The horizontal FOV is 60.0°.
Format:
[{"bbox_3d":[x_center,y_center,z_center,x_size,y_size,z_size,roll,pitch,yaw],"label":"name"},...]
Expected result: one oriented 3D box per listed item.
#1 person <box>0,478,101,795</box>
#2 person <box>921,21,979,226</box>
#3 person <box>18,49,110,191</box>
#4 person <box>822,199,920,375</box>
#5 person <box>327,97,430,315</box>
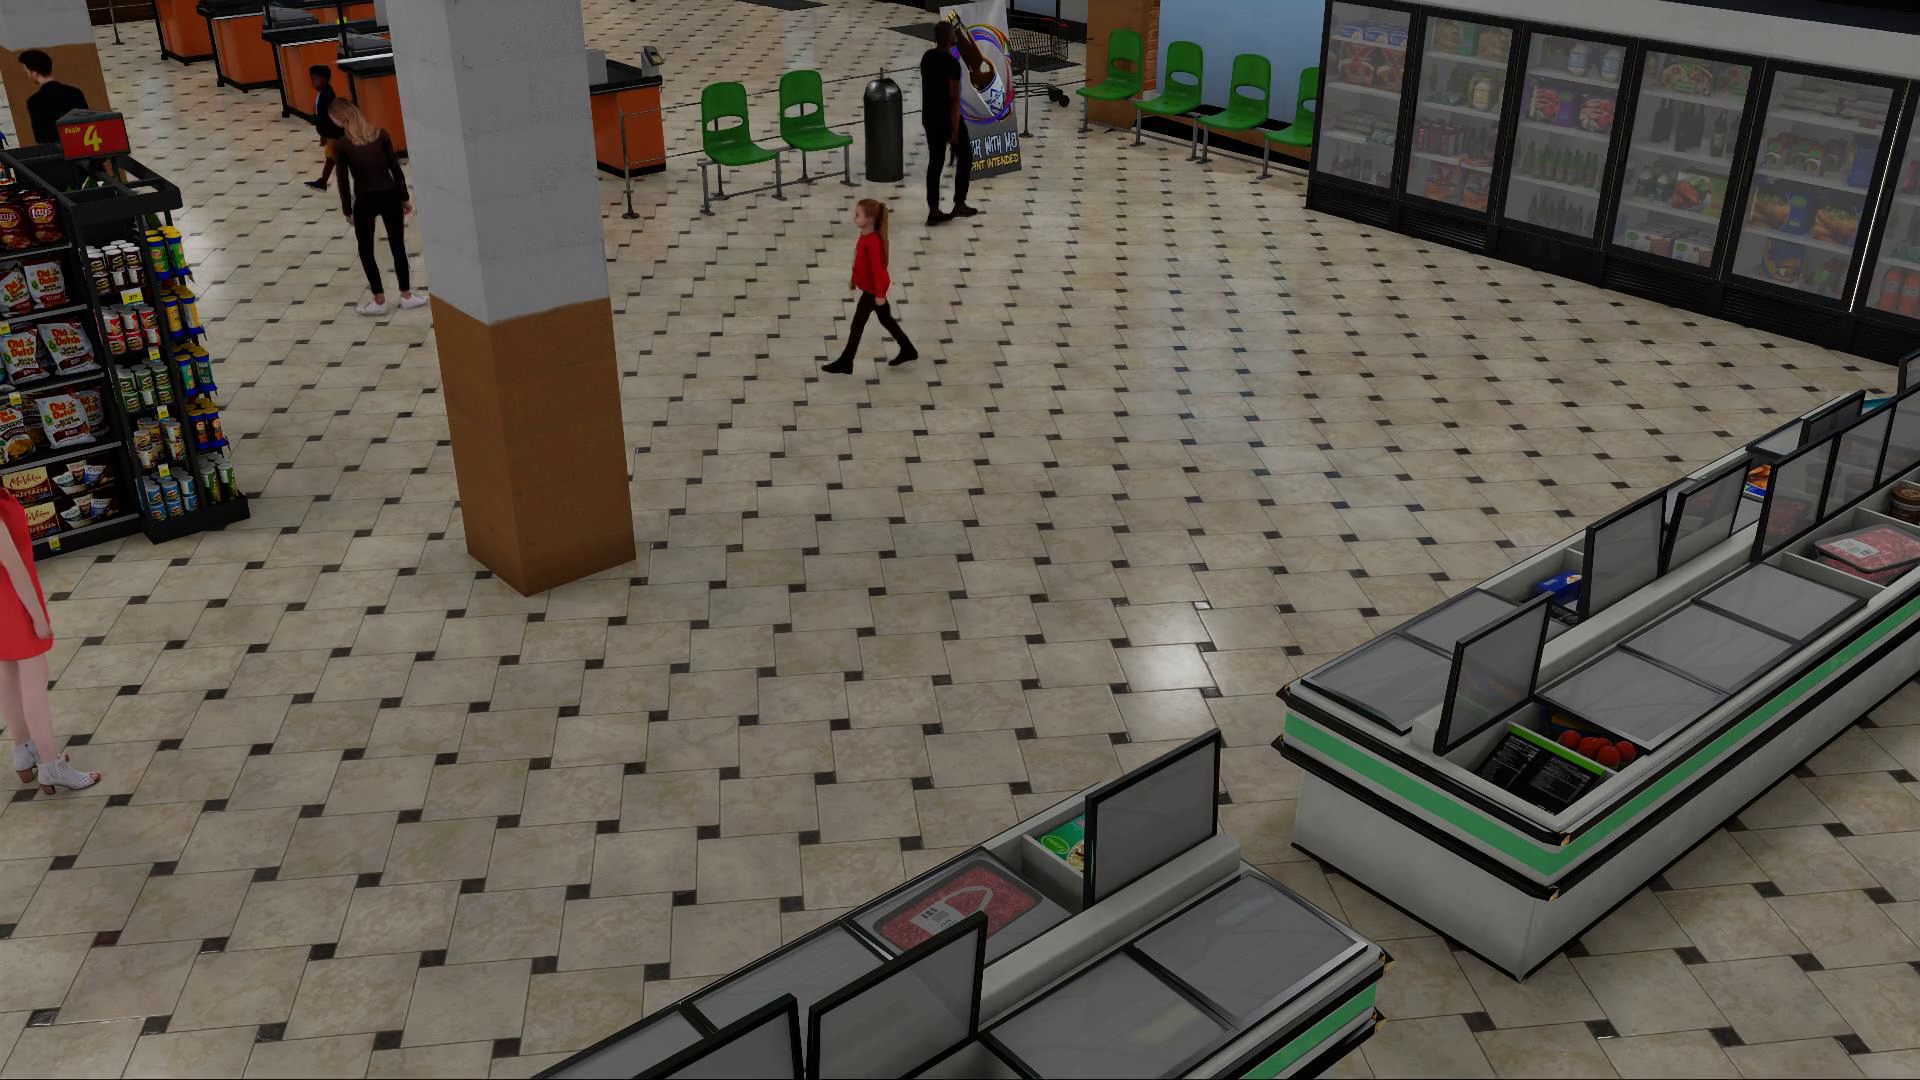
[{"bbox_3d":[-4.090,0.262,7.116,0.649,1.827,0.577,19,33,33],"label":"person"},{"bbox_3d":[-0.220,-3.738,15.028,0.767,1.805,0.677,-23,35,-37],"label":"person"},{"bbox_3d":[-7.185,-3.036,13.599,1.034,1.846,1.243,18,32,31],"label":"person"},{"bbox_3d":[-0.558,-1.774,11.767,0.994,1.251,0.804,-4,27,-8],"label":"person"},{"bbox_3d":[-4.477,-2.598,12.919,0.547,1.679,0.834,-7,28,-14],"label":"person"}]
